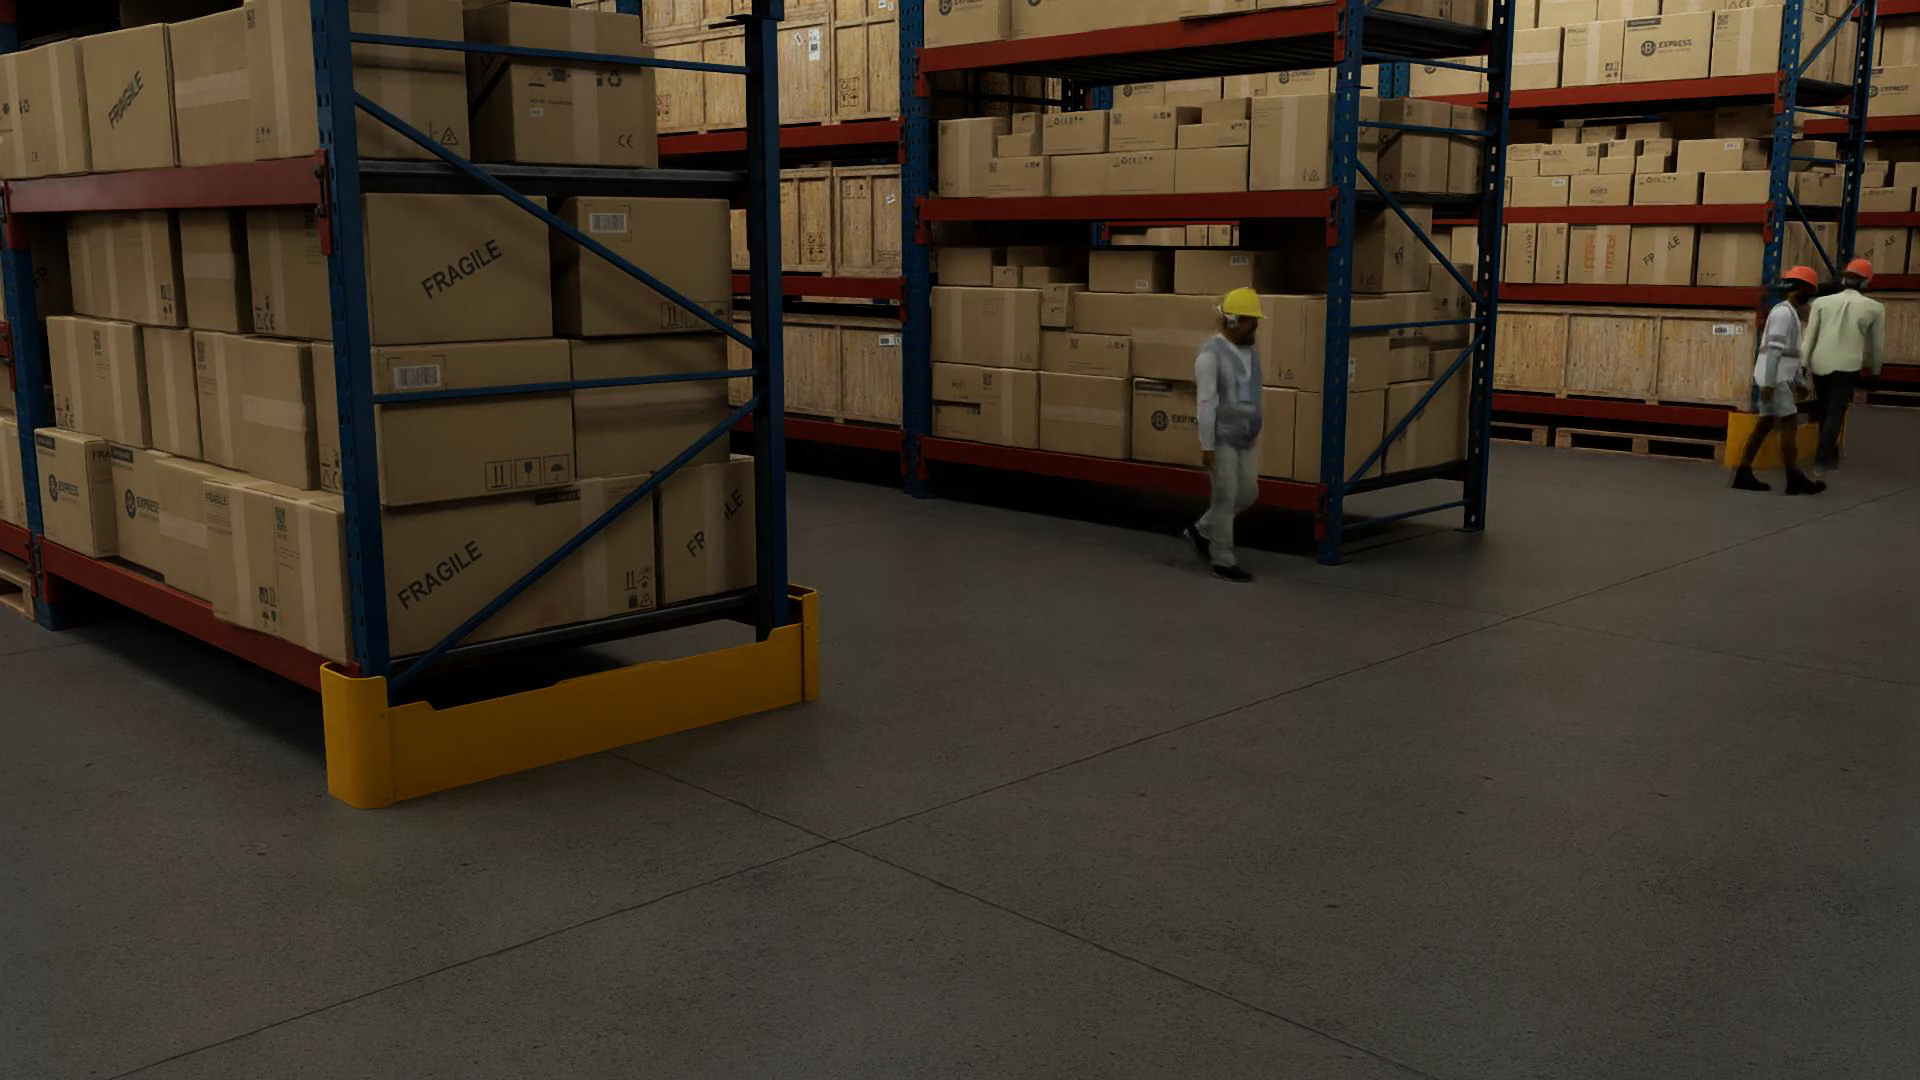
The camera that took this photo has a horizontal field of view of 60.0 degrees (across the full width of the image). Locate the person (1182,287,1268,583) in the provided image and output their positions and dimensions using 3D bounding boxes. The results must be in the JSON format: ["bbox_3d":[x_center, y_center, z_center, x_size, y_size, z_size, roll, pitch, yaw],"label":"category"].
[{"bbox_3d":[1.634,-0.656,10.328,0.611,1.818,0.512,-10,14,-43],"label":"person"}]

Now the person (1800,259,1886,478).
[{"bbox_3d":[7.852,-1.524,14.811,0.629,1.906,1.062,9,13,39],"label":"person"}]

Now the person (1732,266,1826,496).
[{"bbox_3d":[6.888,-1.321,13.799,0.803,1.876,0.574,5,12,26],"label":"person"}]
